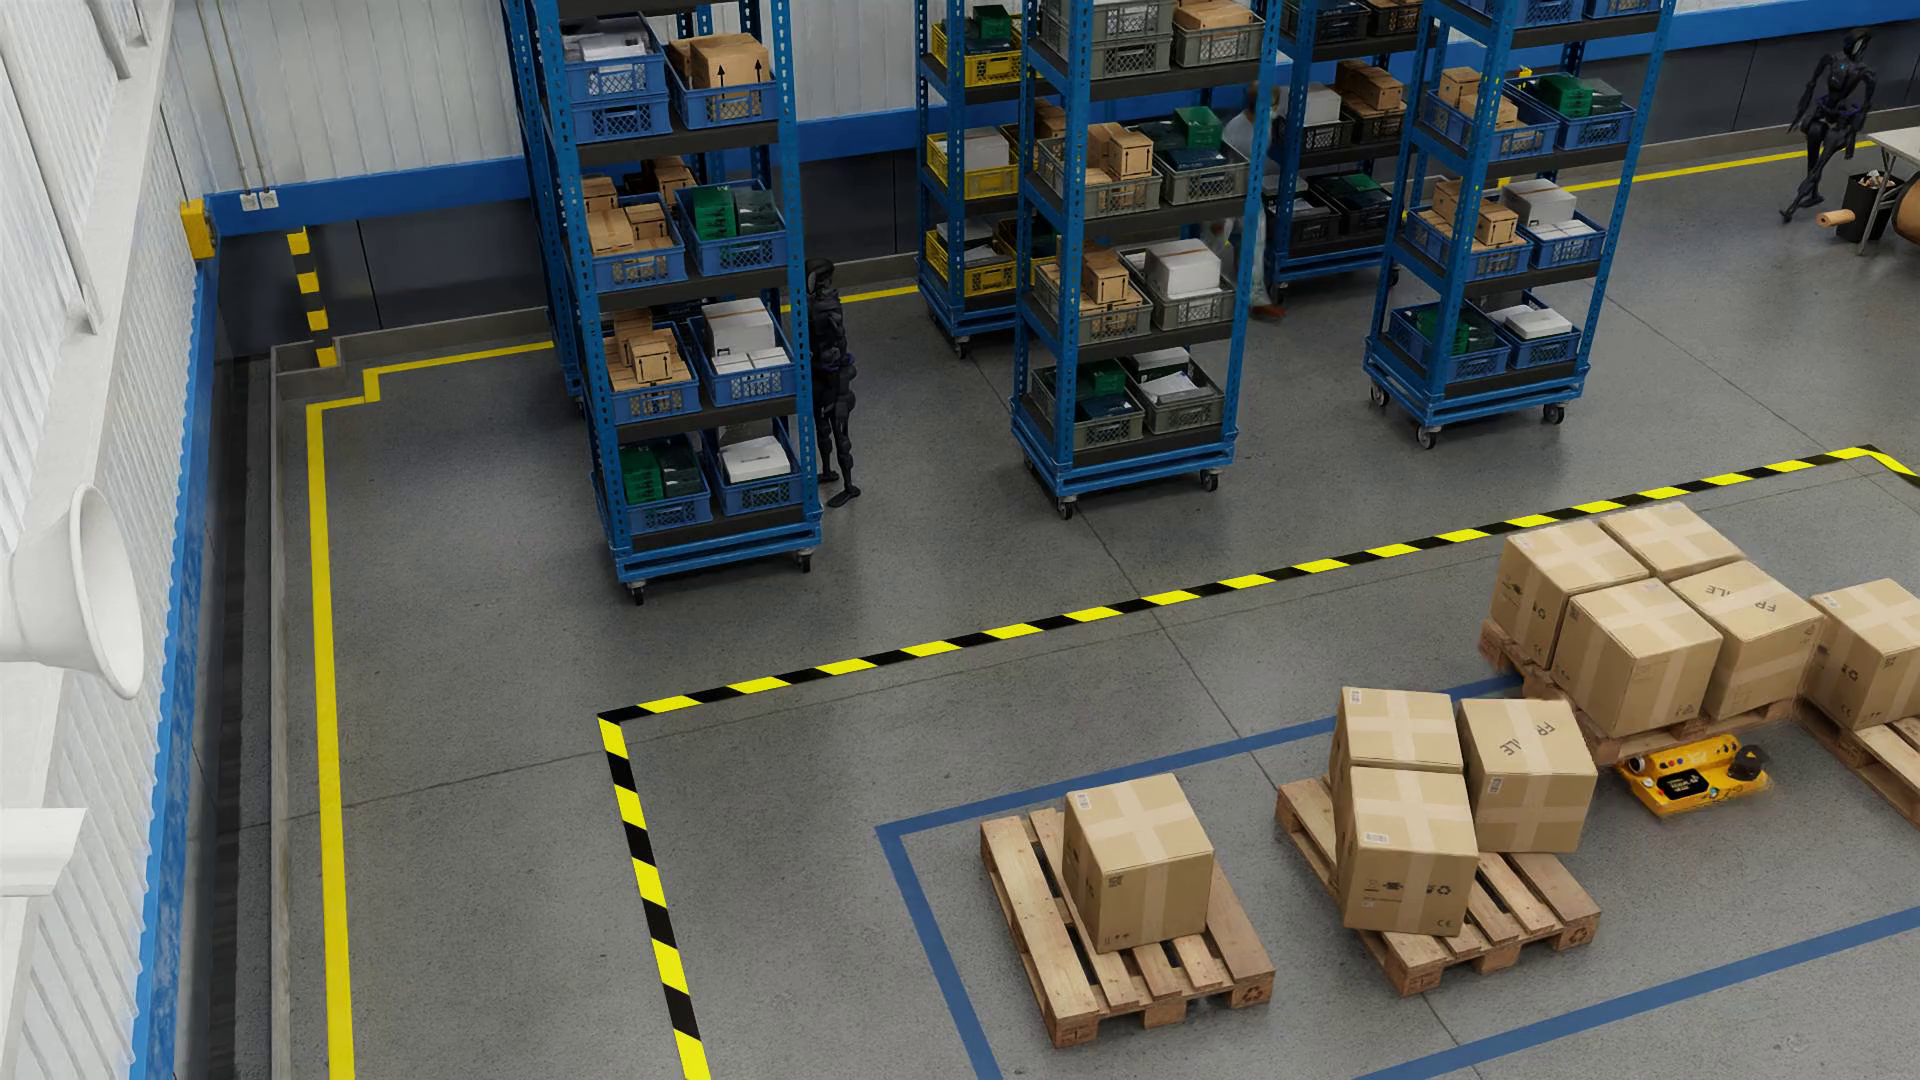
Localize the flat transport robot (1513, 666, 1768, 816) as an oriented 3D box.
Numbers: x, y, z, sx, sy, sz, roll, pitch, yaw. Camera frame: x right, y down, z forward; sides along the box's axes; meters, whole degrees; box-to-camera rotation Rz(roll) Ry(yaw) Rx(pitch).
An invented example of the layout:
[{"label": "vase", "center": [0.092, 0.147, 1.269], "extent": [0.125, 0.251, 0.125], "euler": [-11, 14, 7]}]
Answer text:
[{"label": "flat transport robot", "center": [3.537, 0.847, 8.831], "extent": [0.652, 0.197, 1.431], "euler": [-11, 37, -15]}]

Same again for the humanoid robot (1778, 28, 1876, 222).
[{"label": "humanoid robot", "center": [7.147, -3.448, 13.754], "extent": [0.786, 1.613, 0.615], "euler": [-21, 40, -27]}]

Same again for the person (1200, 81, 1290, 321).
[{"label": "person", "center": [2.072, -2.445, 12.127], "extent": [0.833, 1.889, 0.651], "euler": [24, 42, 30]}]

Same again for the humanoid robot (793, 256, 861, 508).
[{"label": "humanoid robot", "center": [-0.824, -0.974, 10.201], "extent": [0.315, 1.657, 0.599], "euler": [-21, 40, -27]}]
